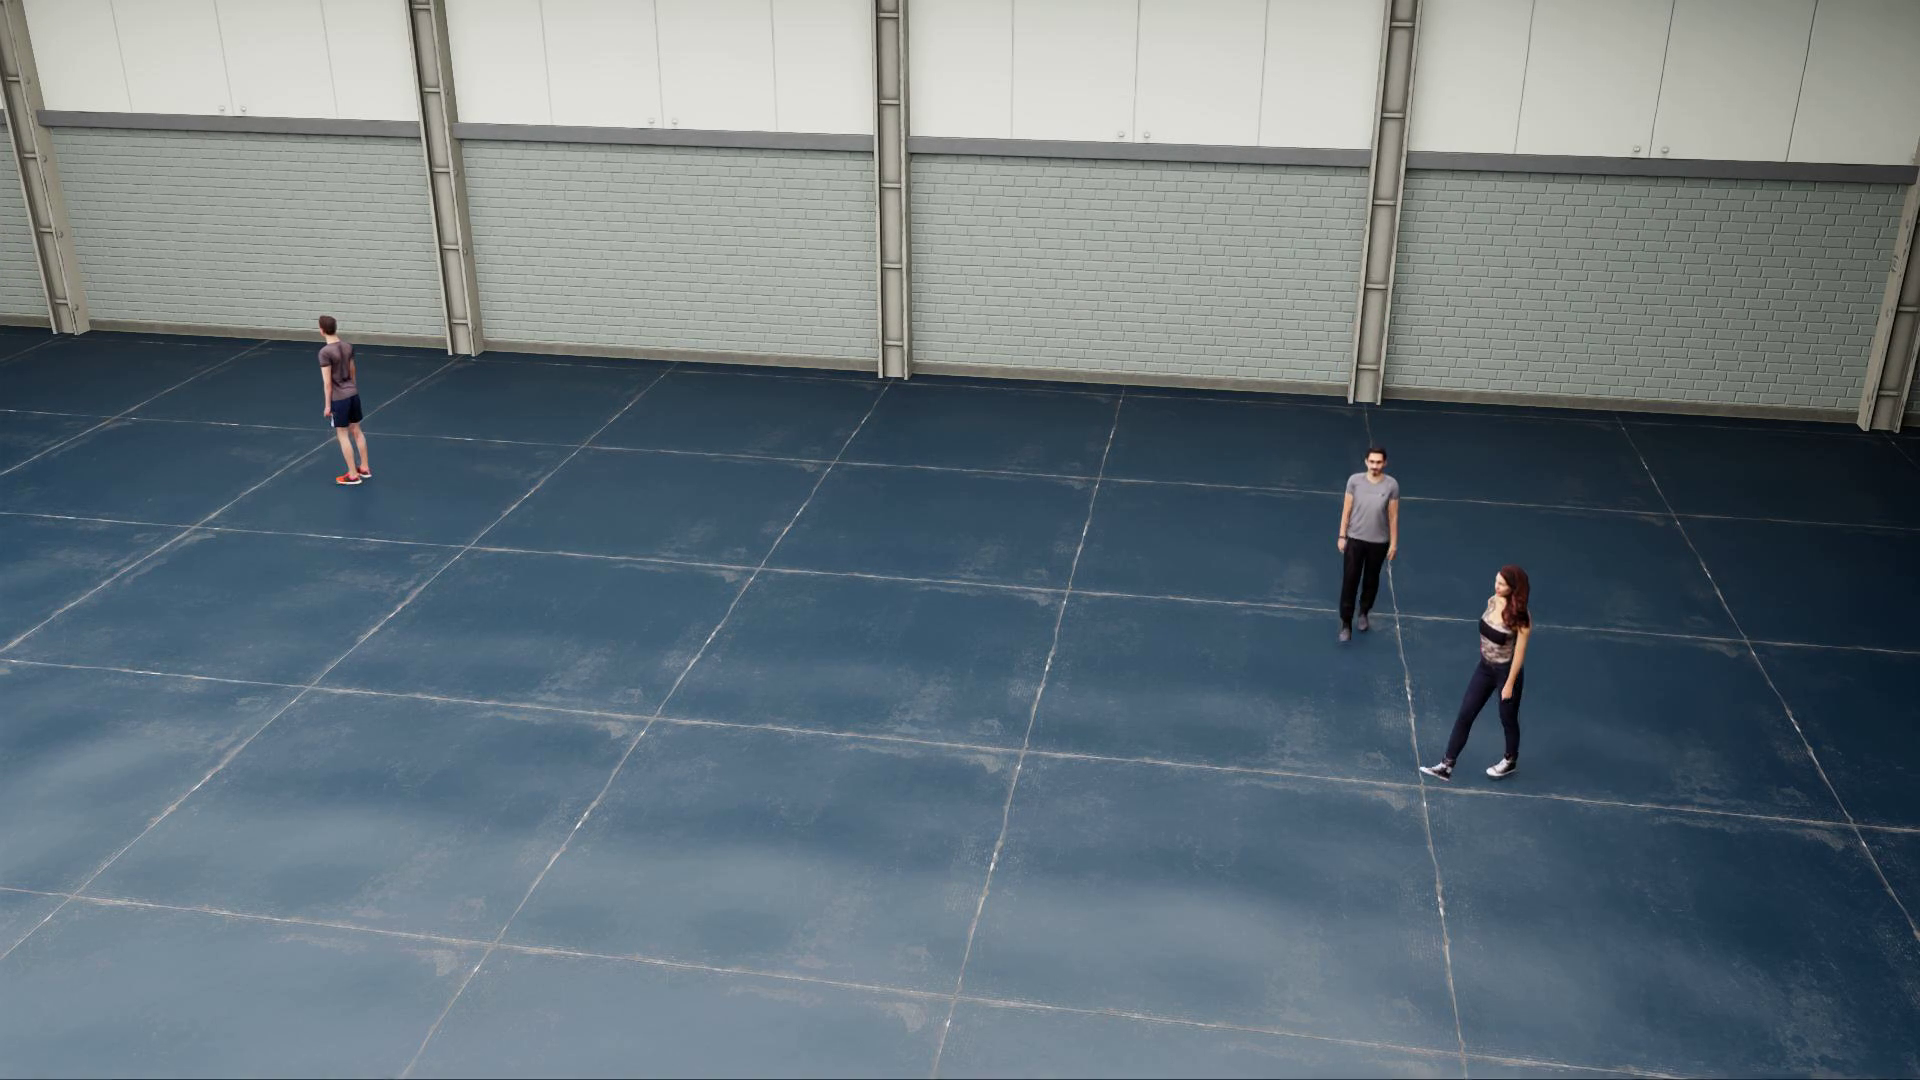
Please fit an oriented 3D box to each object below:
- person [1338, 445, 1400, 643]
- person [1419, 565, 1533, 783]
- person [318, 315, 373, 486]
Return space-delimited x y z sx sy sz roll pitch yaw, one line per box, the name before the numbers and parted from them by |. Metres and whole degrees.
person | 3.562 -0.025 14.552 0.867 1.734 0.703 4 23 10
person | 4.022 0.988 12.164 1.158 1.737 1.008 -11 25 -23
person | -6.645 -1.516 17.907 0.611 1.851 0.696 9 25 20
